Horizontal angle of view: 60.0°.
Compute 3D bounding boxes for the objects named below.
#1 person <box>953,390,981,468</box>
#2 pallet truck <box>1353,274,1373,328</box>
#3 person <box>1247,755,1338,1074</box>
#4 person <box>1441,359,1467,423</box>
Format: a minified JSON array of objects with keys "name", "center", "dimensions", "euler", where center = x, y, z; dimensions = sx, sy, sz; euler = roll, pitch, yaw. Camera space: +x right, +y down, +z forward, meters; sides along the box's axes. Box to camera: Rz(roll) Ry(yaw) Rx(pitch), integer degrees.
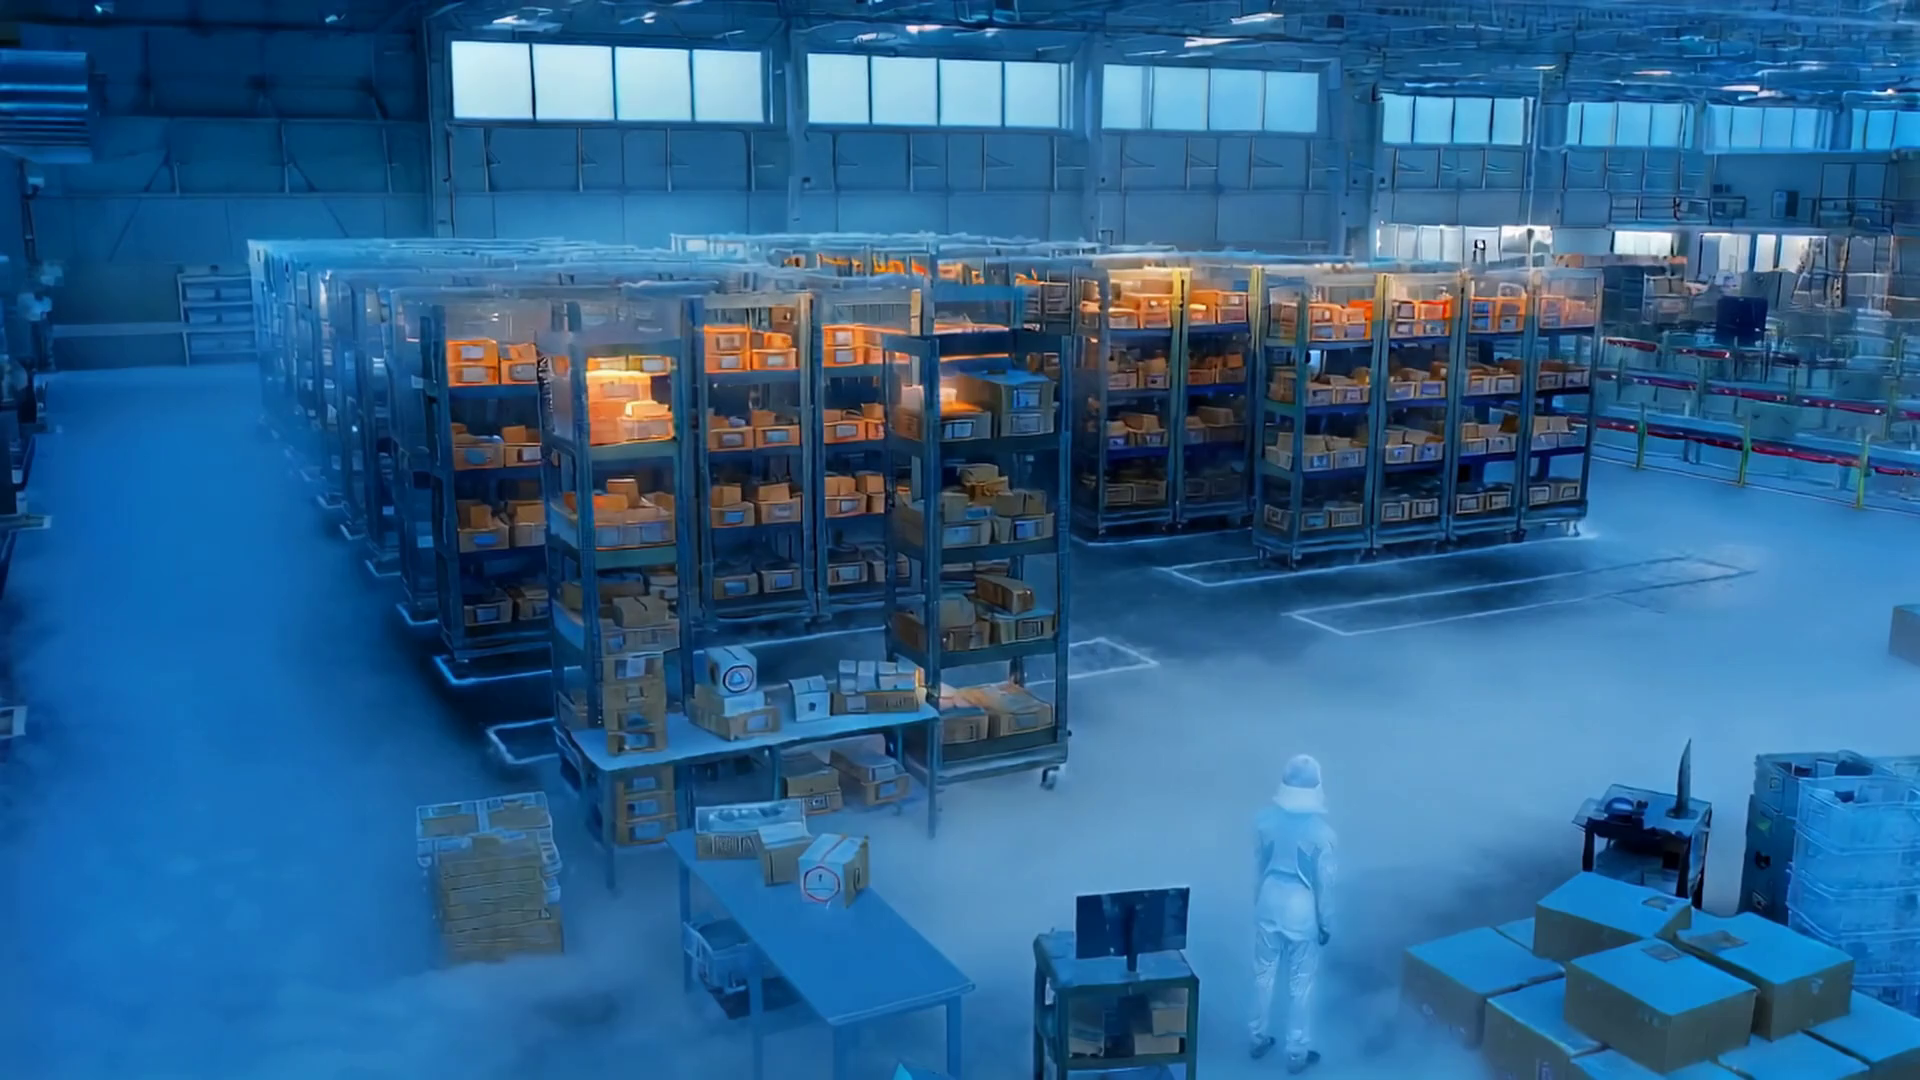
[{"name":"person","center":[0.196,-1.641,25.746],"dimensions":[0.985,1.802,0.578],"euler":[-5,13,-22]},{"name":"pallet truck","center":[13.011,-8.050,55.243],"dimensions":[0.823,1.965,1.885],"euler":[-7,14,-28]},{"name":"person","center":[1.788,1.988,8.916],"dimensions":[0.480,1.732,0.345],"euler":[9,15,35]},{"name":"person","center":[8.413,-2.242,28.386],"dimensions":[0.648,1.862,0.973],"euler":[-1,12,-6]}]
